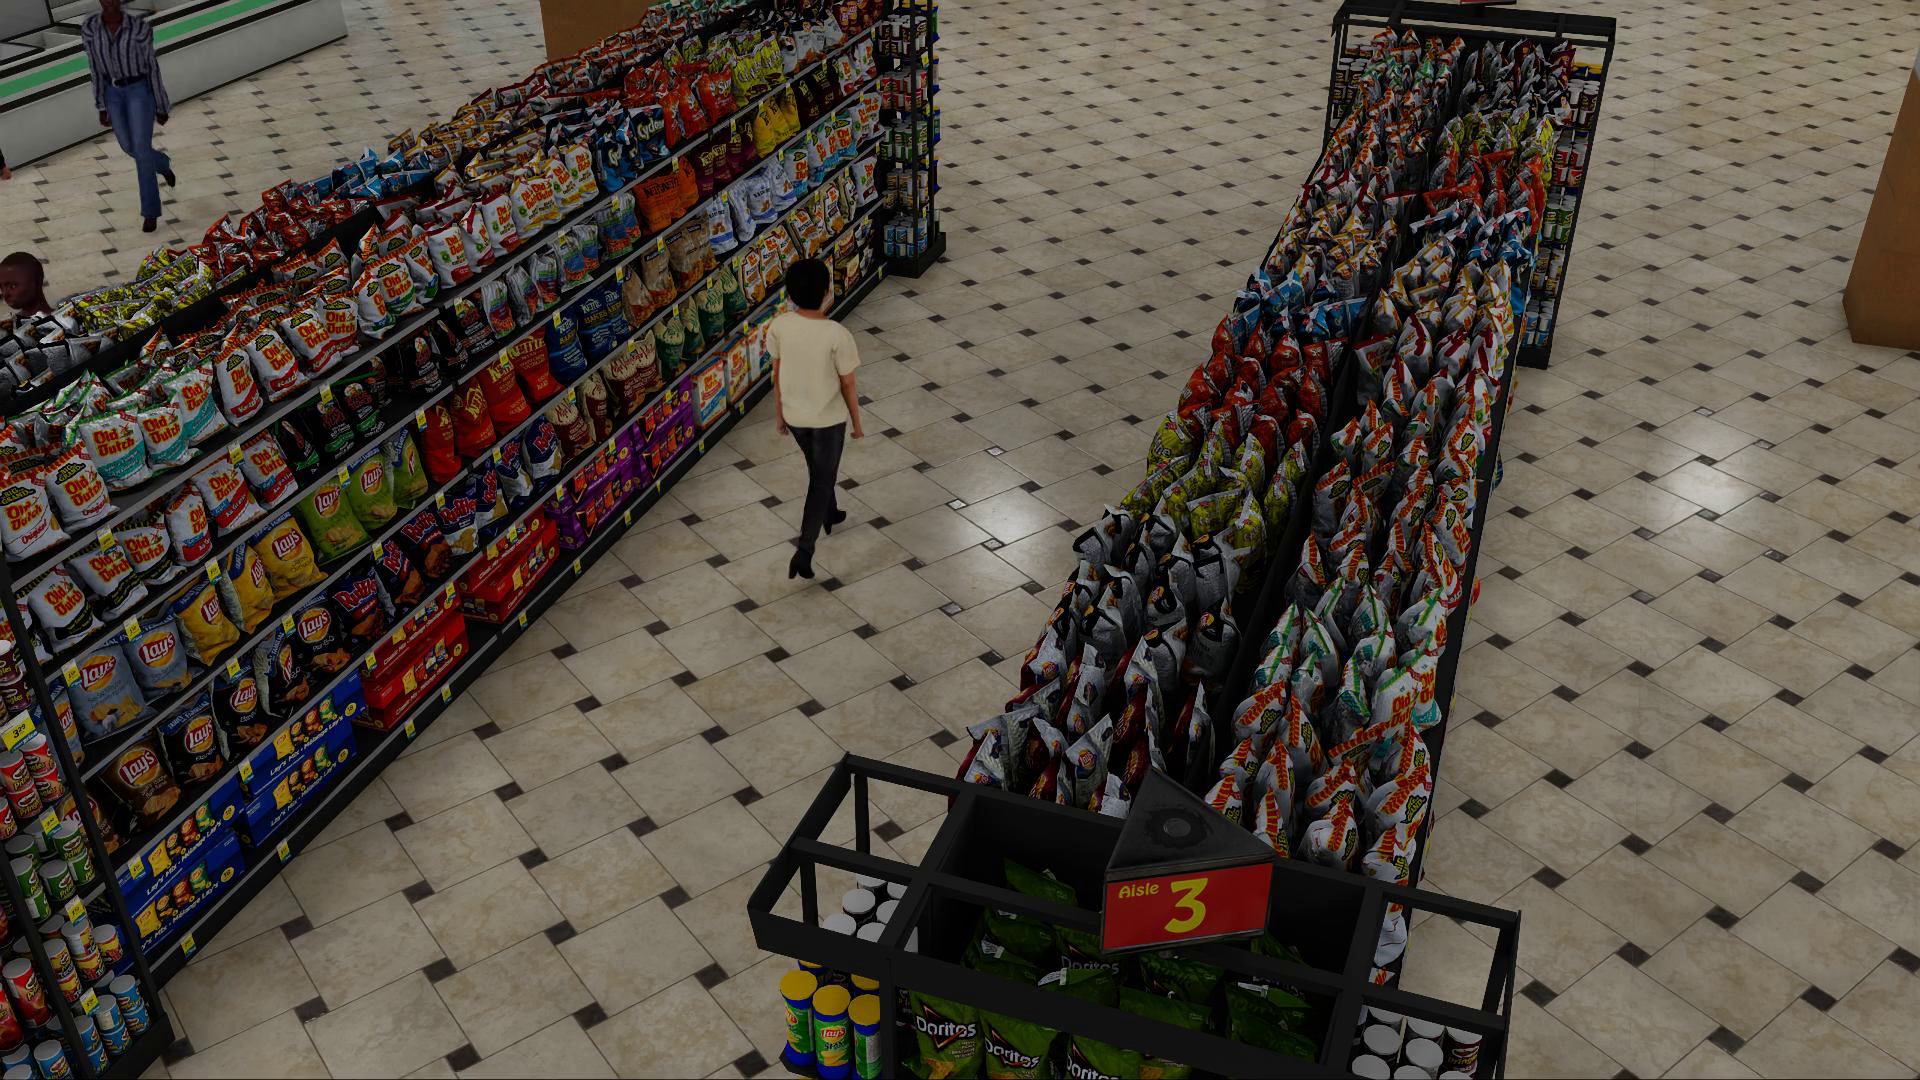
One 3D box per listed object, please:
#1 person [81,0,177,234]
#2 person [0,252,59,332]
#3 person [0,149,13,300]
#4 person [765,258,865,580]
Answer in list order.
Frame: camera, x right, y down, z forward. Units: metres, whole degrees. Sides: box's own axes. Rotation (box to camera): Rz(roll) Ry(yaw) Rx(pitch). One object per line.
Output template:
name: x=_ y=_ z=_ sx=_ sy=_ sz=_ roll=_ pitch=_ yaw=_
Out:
person: x=-5.913 y=-3.138 z=11.907 sx=0.945 sy=1.761 sz=1.147 roll=-3 pitch=32 yaw=-4
person: x=-4.019 y=-0.504 z=7.679 sx=0.670 sy=1.754 sz=0.985 roll=8 pitch=33 yaw=13
person: x=-6.466 y=-2.286 z=10.631 sx=0.735 sy=1.662 sz=0.692 roll=8 pitch=33 yaw=12
person: x=-0.713 y=-0.534 z=7.919 sx=0.595 sy=1.552 sz=0.977 roll=12 pitch=34 yaw=18
